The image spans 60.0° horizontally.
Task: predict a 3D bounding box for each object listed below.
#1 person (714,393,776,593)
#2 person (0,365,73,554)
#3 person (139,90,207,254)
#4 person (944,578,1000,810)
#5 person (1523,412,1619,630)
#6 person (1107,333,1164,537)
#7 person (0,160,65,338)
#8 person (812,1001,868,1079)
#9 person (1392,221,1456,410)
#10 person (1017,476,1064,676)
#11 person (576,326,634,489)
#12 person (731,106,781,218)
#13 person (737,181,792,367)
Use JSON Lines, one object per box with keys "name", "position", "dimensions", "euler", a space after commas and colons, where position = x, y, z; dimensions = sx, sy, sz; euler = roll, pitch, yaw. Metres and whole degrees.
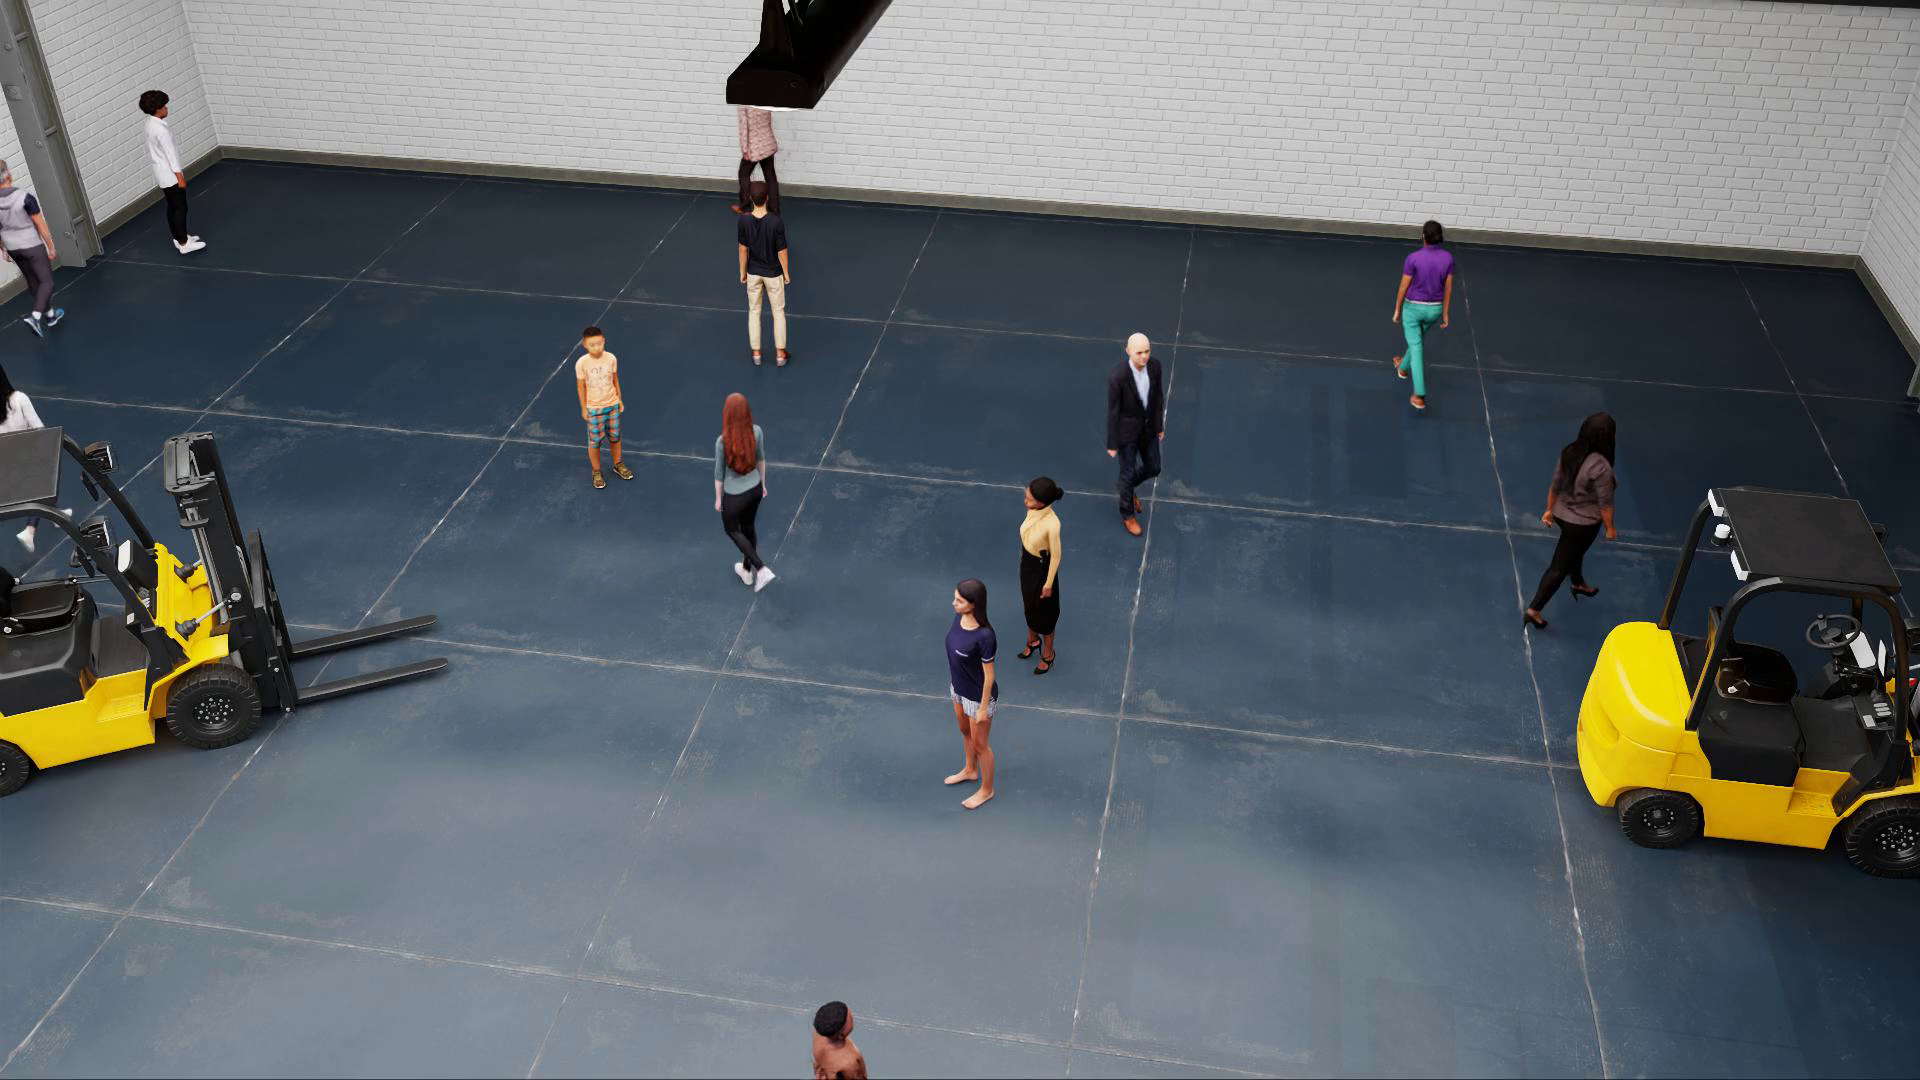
{"name": "person", "position": [-1.650, -0.312, 12.855], "dimensions": [0.909, 1.731, 0.957], "euler": [-23, 40, -31]}
{"name": "person", "position": [-7.639, -0.678, 13.460], "dimensions": [0.716, 1.671, 1.062], "euler": [2, 34, 3]}
{"name": "person", "position": [-8.800, -4.094, 18.479], "dimensions": [0.771, 1.804, 0.724], "euler": [-25, 41, -32]}
{"name": "person", "position": [0.092, 0.988, 10.869], "dimensions": [0.724, 1.765, 0.639], "euler": [-16, 37, -22]}
{"name": "person", "position": [4.521, -0.089, 12.449], "dimensions": [1.009, 1.808, 1.083], "euler": [-9, 35, -14]}
{"name": "person", "position": [1.413, -0.935, 13.738], "dimensions": [0.904, 1.791, 0.958], "euler": [-16, 37, -22]}
{"name": "person", "position": [-9.391, -2.876, 16.646], "dimensions": [0.816, 1.805, 1.125], "euler": [0, 34, -1]}
{"name": "person", "position": [-0.681, 2.856, 8.530], "dimensions": [0.702, 1.242, 0.636], "euler": [-17, 37, -23]}
{"name": "person", "position": [4.331, -2.059, 15.501], "dimensions": [0.879, 1.711, 1.293], "euler": [-3, 34, -4]}
{"name": "person", "position": [0.581, 0.246, 12.085], "dimensions": [0.726, 1.654, 0.647], "euler": [-16, 37, -22]}
{"name": "person", "position": [-3.106, -1.174, 14.396], "dimensions": [0.601, 1.461, 0.653], "euler": [-19, 38, -26]}
{"name": "person", "position": [-2.268, -4.494, 19.099], "dimensions": [0.995, 1.784, 1.039], "euler": [-25, 41, -32]}
{"name": "person", "position": [-1.897, -2.585, 16.166], "dimensions": [0.648, 1.851, 0.570], "euler": [3, 34, 5]}
